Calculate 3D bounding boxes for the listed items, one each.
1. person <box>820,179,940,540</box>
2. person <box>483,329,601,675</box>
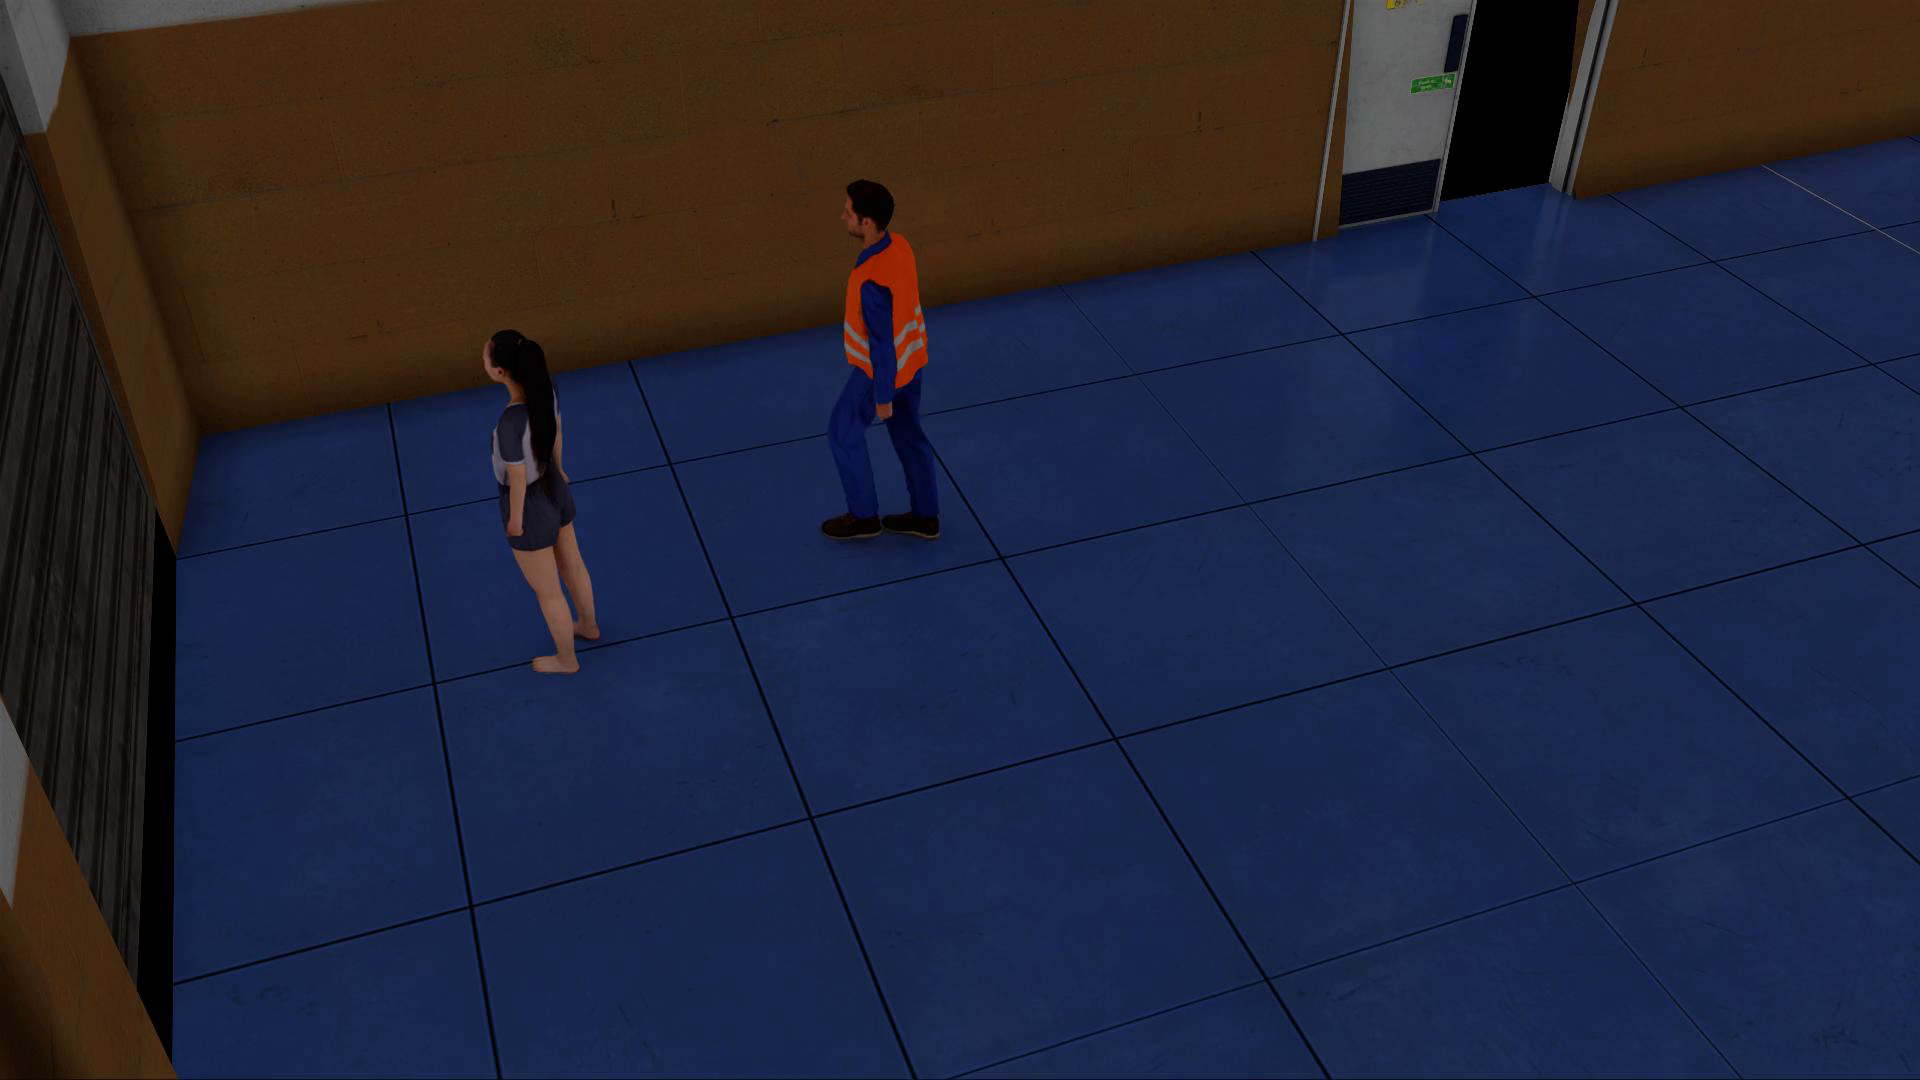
[{"bbox_3d":[-0.253,-0.762,7.630,0.966,1.843,0.909,9,38,12],"label":"person"},{"bbox_3d":[-1.752,-0.148,6.972,0.733,1.650,0.634,9,38,11],"label":"person"}]
